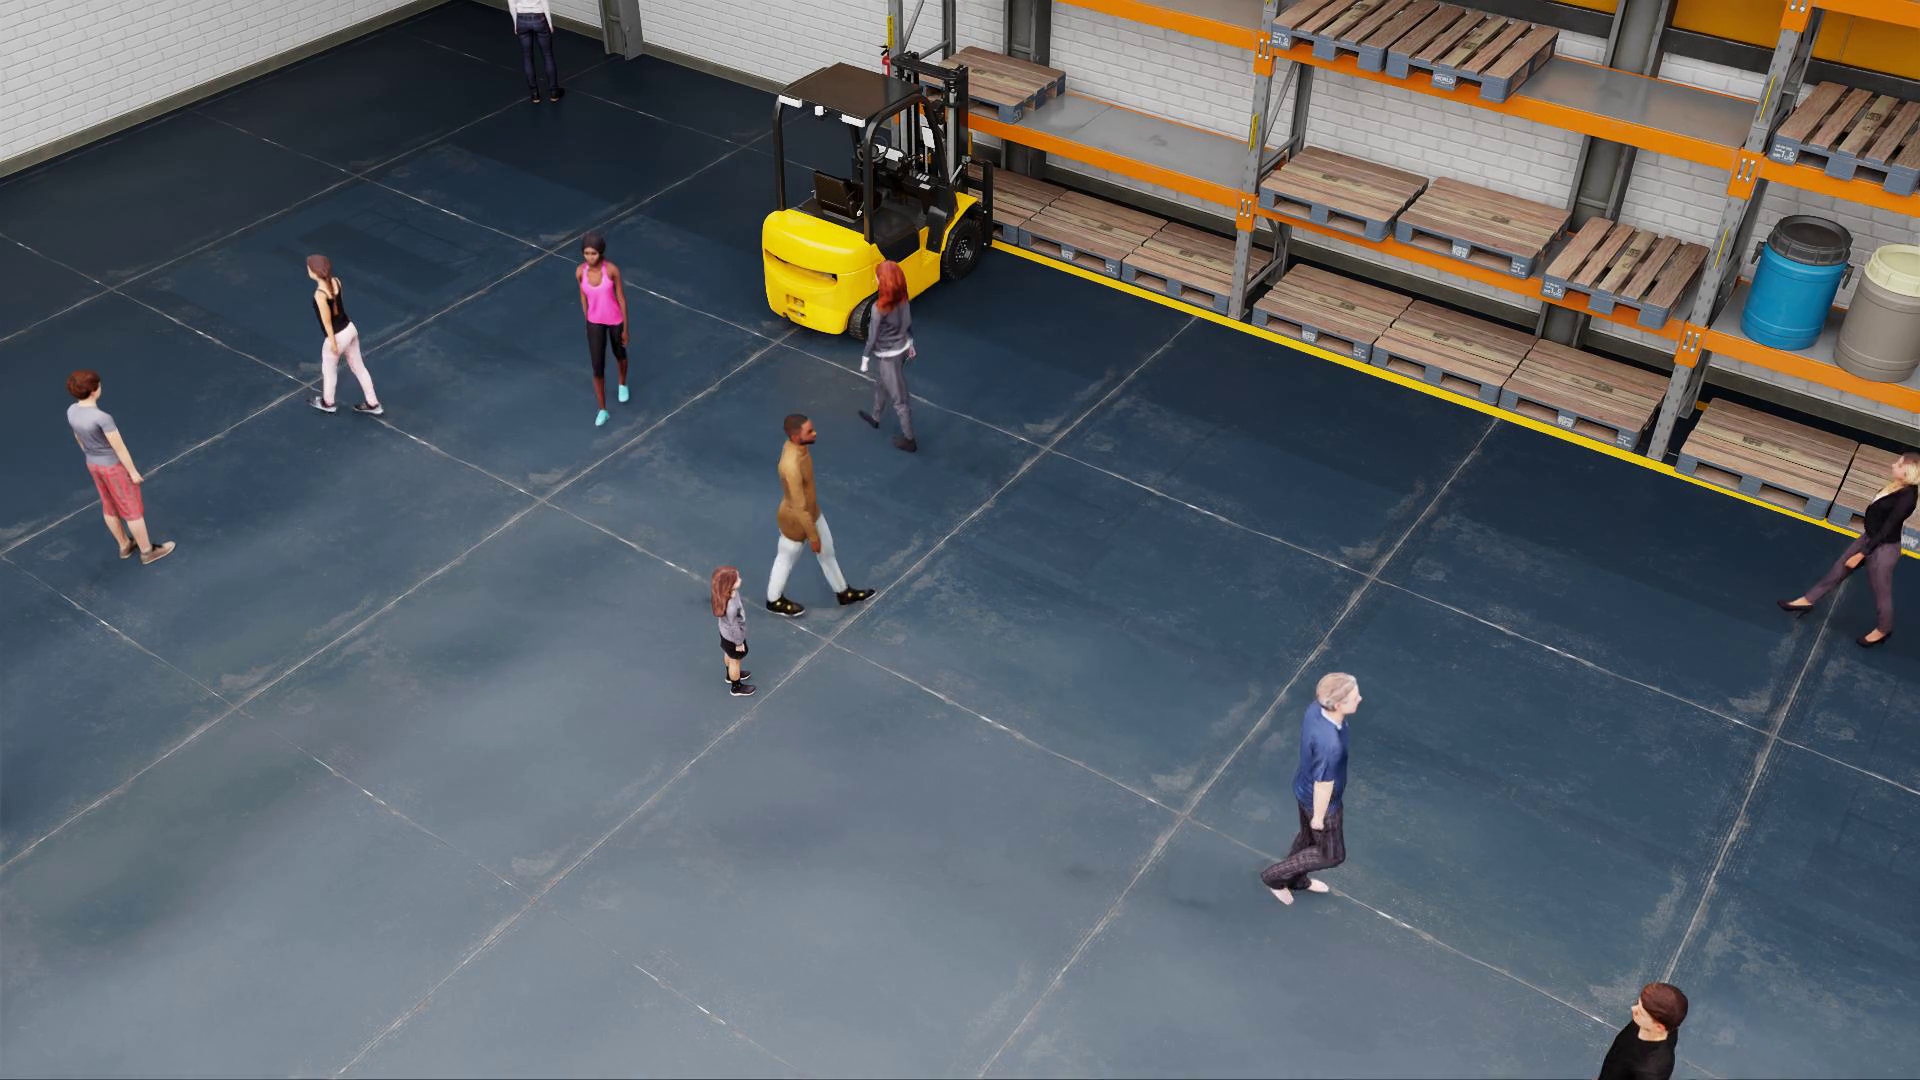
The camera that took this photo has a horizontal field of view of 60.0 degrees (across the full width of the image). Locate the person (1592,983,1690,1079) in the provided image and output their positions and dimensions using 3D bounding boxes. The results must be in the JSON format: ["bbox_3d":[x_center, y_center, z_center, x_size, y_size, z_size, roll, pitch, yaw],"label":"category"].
[{"bbox_3d":[3.363,2.816,8.252,0.964,1.855,0.831,12,40,14],"label":"person"}]

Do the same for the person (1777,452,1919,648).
[{"bbox_3d":[6.616,0.121,11.802,1.069,1.635,0.768,13,40,16],"label":"person"}]

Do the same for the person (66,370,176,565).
[{"bbox_3d":[-6.461,-0.549,12.631,0.520,1.649,0.696,15,41,18],"label":"person"}]

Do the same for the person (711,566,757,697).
[{"bbox_3d":[-1.592,0.609,11.615,0.601,1.106,0.524,-11,40,-13],"label":"person"}]

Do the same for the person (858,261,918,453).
[{"bbox_3d":[-0.488,-1.471,13.699,0.892,1.756,0.605,24,44,27],"label":"person"}]

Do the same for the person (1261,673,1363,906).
[{"bbox_3d":[2.051,1.508,9.887,0.851,1.857,0.810,5,39,6],"label":"person"}]

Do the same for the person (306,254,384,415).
[{"bbox_3d":[-5.231,-1.717,14.183,0.948,1.536,0.698,11,40,14],"label":"person"}]

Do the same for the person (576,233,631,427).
[{"bbox_3d":[-3.014,-1.906,14.293,0.947,1.695,0.959,-3,39,-3],"label":"person"}]

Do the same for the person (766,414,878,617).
[{"bbox_3d":[-1.254,-0.151,12.026,1.170,1.781,0.989,3,39,3],"label":"person"}]

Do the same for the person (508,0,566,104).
[{"bbox_3d":[-4.962,-6.000,19.280,0.710,1.868,0.785,-2,39,-3],"label":"person"}]
